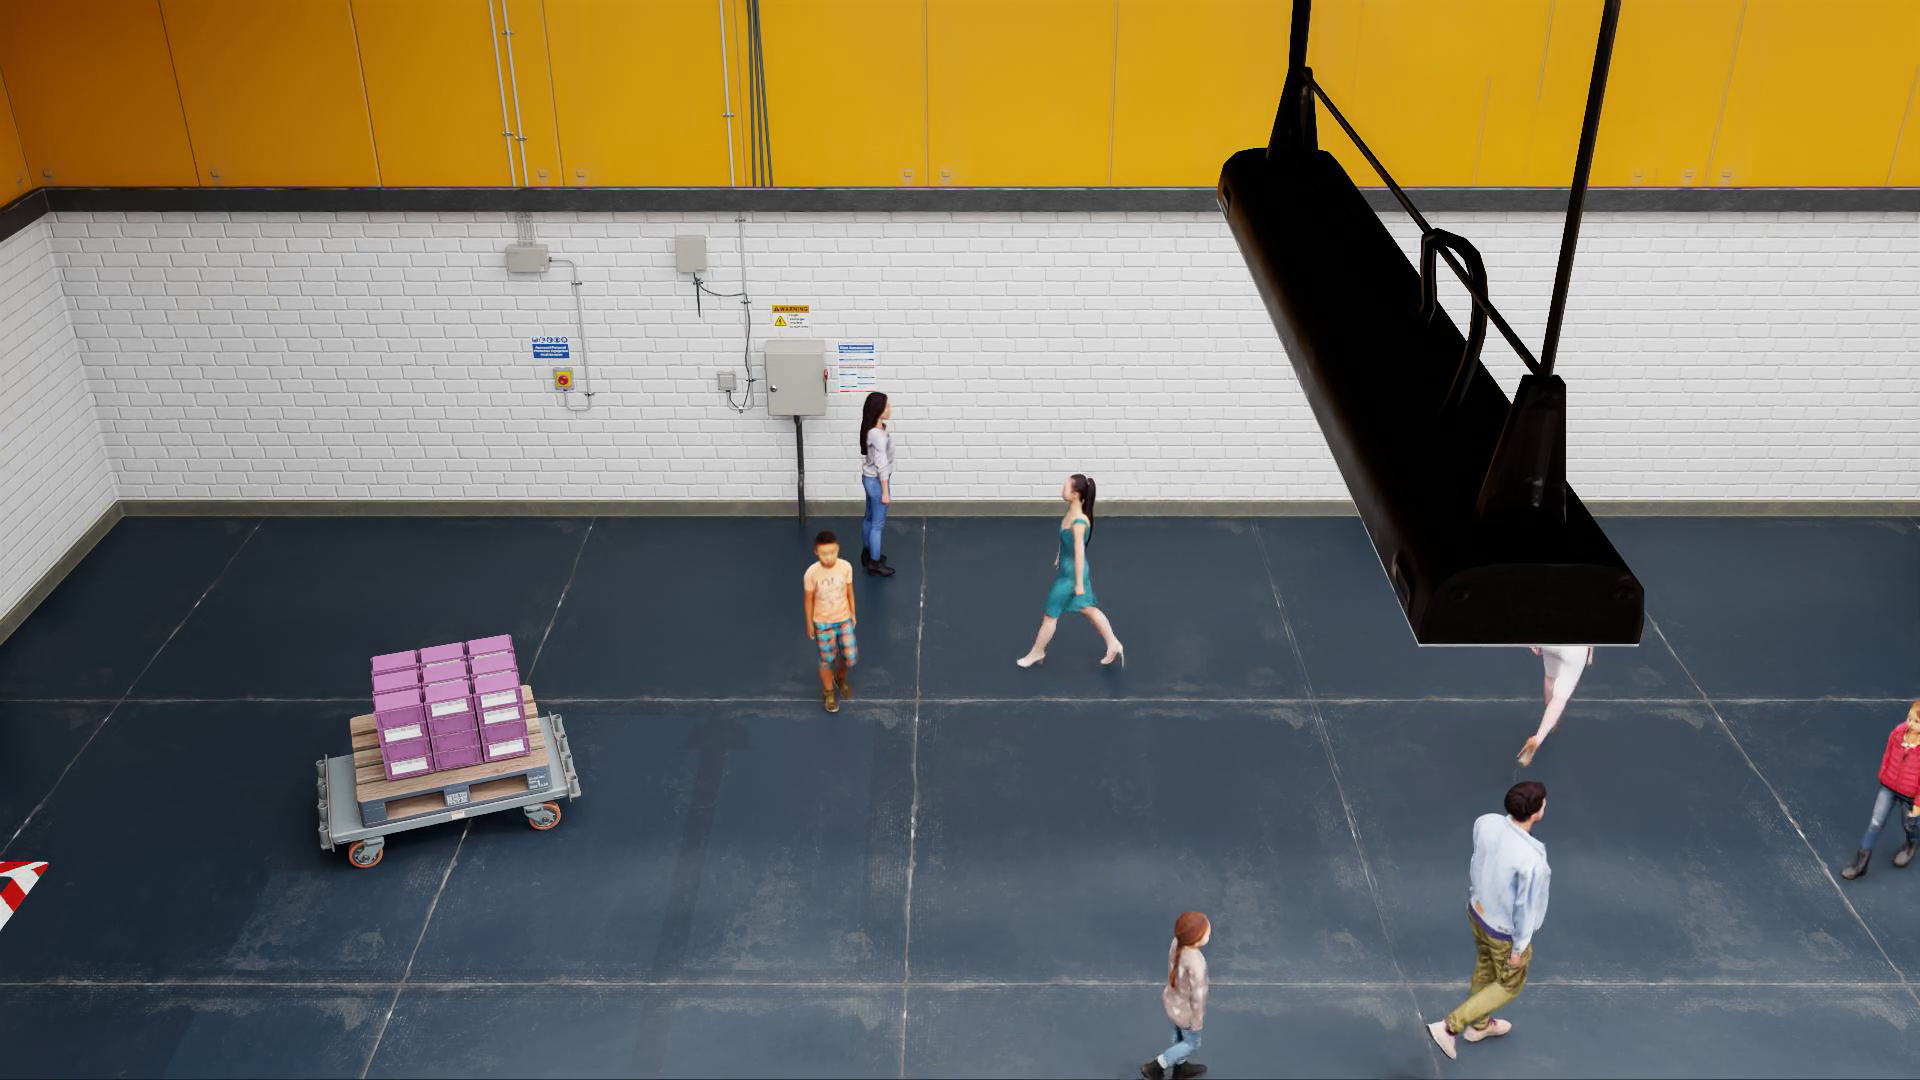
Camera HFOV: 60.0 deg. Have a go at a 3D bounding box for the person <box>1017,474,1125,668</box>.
[{"bbox_3d":[0.932,0.282,12.504,0.640,1.644,0.970,1,29,1],"label":"person"}]

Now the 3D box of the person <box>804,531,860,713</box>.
[{"bbox_3d":[-0.958,0.558,12.200,0.629,1.451,0.668,-10,30,-18],"label":"person"}]

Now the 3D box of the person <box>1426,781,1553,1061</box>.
[{"bbox_3d":[2.866,2.090,9.028,0.915,1.800,0.930,-9,30,-17],"label":"person"}]

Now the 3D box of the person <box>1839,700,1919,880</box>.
[{"bbox_3d":[6.013,1.570,10.511,0.863,1.291,0.905,-17,33,-28],"label":"person"}]

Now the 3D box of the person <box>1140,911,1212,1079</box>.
[{"bbox_3d":[1.166,2.490,8.932,0.635,1.189,0.627,-7,29,-12],"label":"person"}]

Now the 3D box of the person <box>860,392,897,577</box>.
[{"bbox_3d":[-0.706,-0.481,13.918,0.718,1.630,0.549,-8,30,-15],"label":"person"}]
